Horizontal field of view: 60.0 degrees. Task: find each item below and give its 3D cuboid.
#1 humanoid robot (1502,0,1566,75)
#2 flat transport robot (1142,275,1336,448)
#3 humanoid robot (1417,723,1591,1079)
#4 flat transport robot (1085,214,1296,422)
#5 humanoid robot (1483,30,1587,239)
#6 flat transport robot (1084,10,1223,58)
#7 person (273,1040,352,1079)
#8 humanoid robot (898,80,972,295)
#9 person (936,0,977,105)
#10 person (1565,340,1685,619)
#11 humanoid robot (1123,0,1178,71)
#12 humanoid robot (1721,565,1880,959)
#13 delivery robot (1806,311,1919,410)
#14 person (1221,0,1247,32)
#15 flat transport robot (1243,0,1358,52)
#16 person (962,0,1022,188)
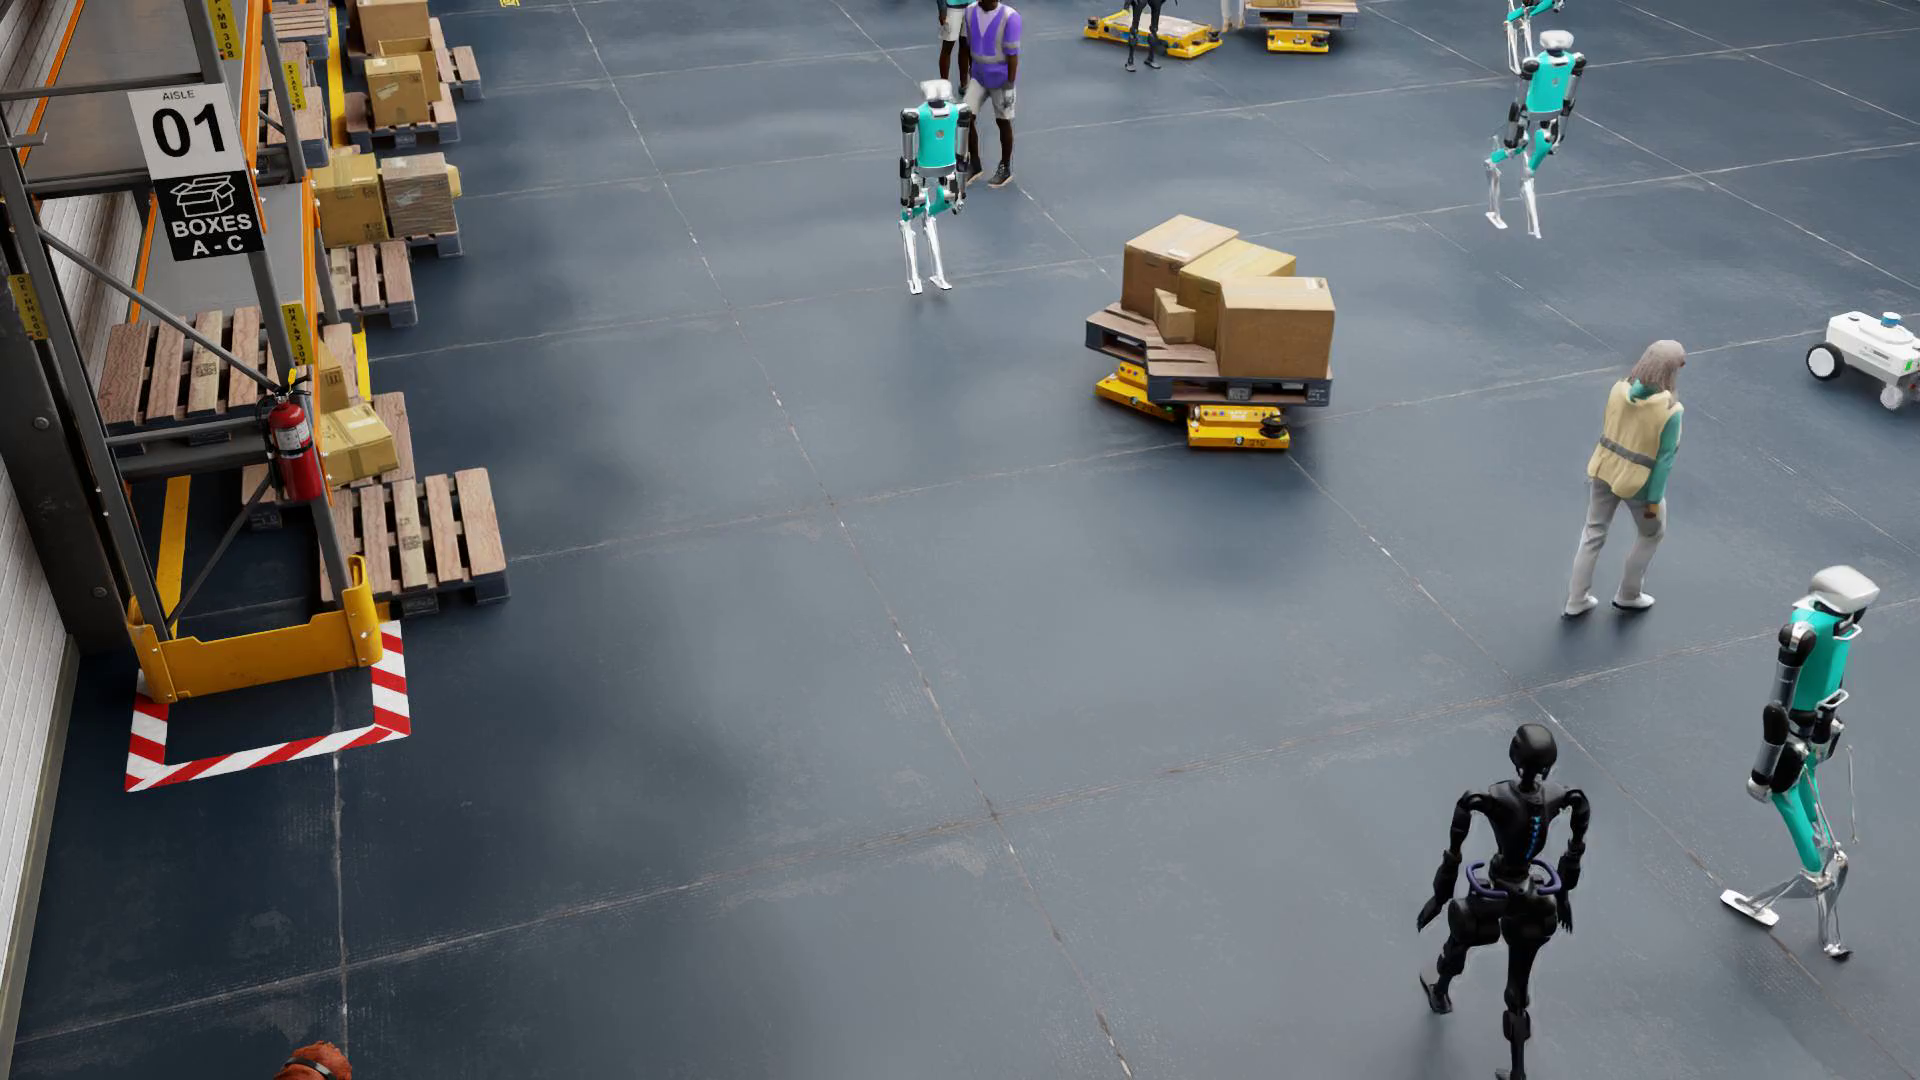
[{"bbox_3d":[5.915,-5.672,17.091,0.533,1.677,0.735,-11,35,-16],"label":"humanoid robot"},{"bbox_3d":[1.866,-1.060,11.485,0.659,0.231,1.431,2,33,2],"label":"flat transport robot"},{"bbox_3d":[2.118,1.411,6.451,0.615,1.634,0.771,-3,33,-4],"label":"humanoid robot"},{"bbox_3d":[1.643,-1.268,11.804,0.659,0.231,1.431,24,40,32],"label":"flat transport robot"},{"bbox_3d":[4.634,-3.374,13.702,0.531,1.778,0.802,-7,34,-10],"label":"humanoid robot"},{"bbox_3d":[2.148,-5.650,18.524,1.431,0.231,0.659,24,40,32],"label":"flat transport robot"},{"bbox_3d":[-1.778,2.196,5.013,0.573,1.883,0.355,6,34,10],"label":"person"},{"bbox_3d":[-0.253,-2.706,12.549,0.531,1.669,0.750,-11,35,-16],"label":"humanoid robot"},{"bbox_3d":[-0.024,-5.332,16.507,0.547,1.940,0.419,-24,40,-32],"label":"person"},{"bbox_3d":[3.686,-0.331,9.055,0.657,1.688,0.490,-19,37,-26],"label":"person"},{"bbox_3d":[1.992,-5.771,17.407,0.599,1.657,0.315,-11,35,-16],"label":"humanoid robot"},{"bbox_3d":[3.698,1.048,6.999,0.556,1.889,0.800,-24,40,-32],"label":"humanoid robot"},{"bbox_3d":[6.397,-1.300,11.583,0.499,0.587,0.781,-15,36,-21],"label":"delivery robot"},{"bbox_3d":[3.081,-6.624,18.566,0.505,1.855,0.439,5,33,8],"label":"person"},{"bbox_3d":[3.778,-5.786,18.732,0.659,0.231,1.431,4,33,6],"label":"flat transport robot"},{"bbox_3d":[0.241,-3.982,14.438,0.629,1.944,0.641,21,39,29],"label":"person"}]
